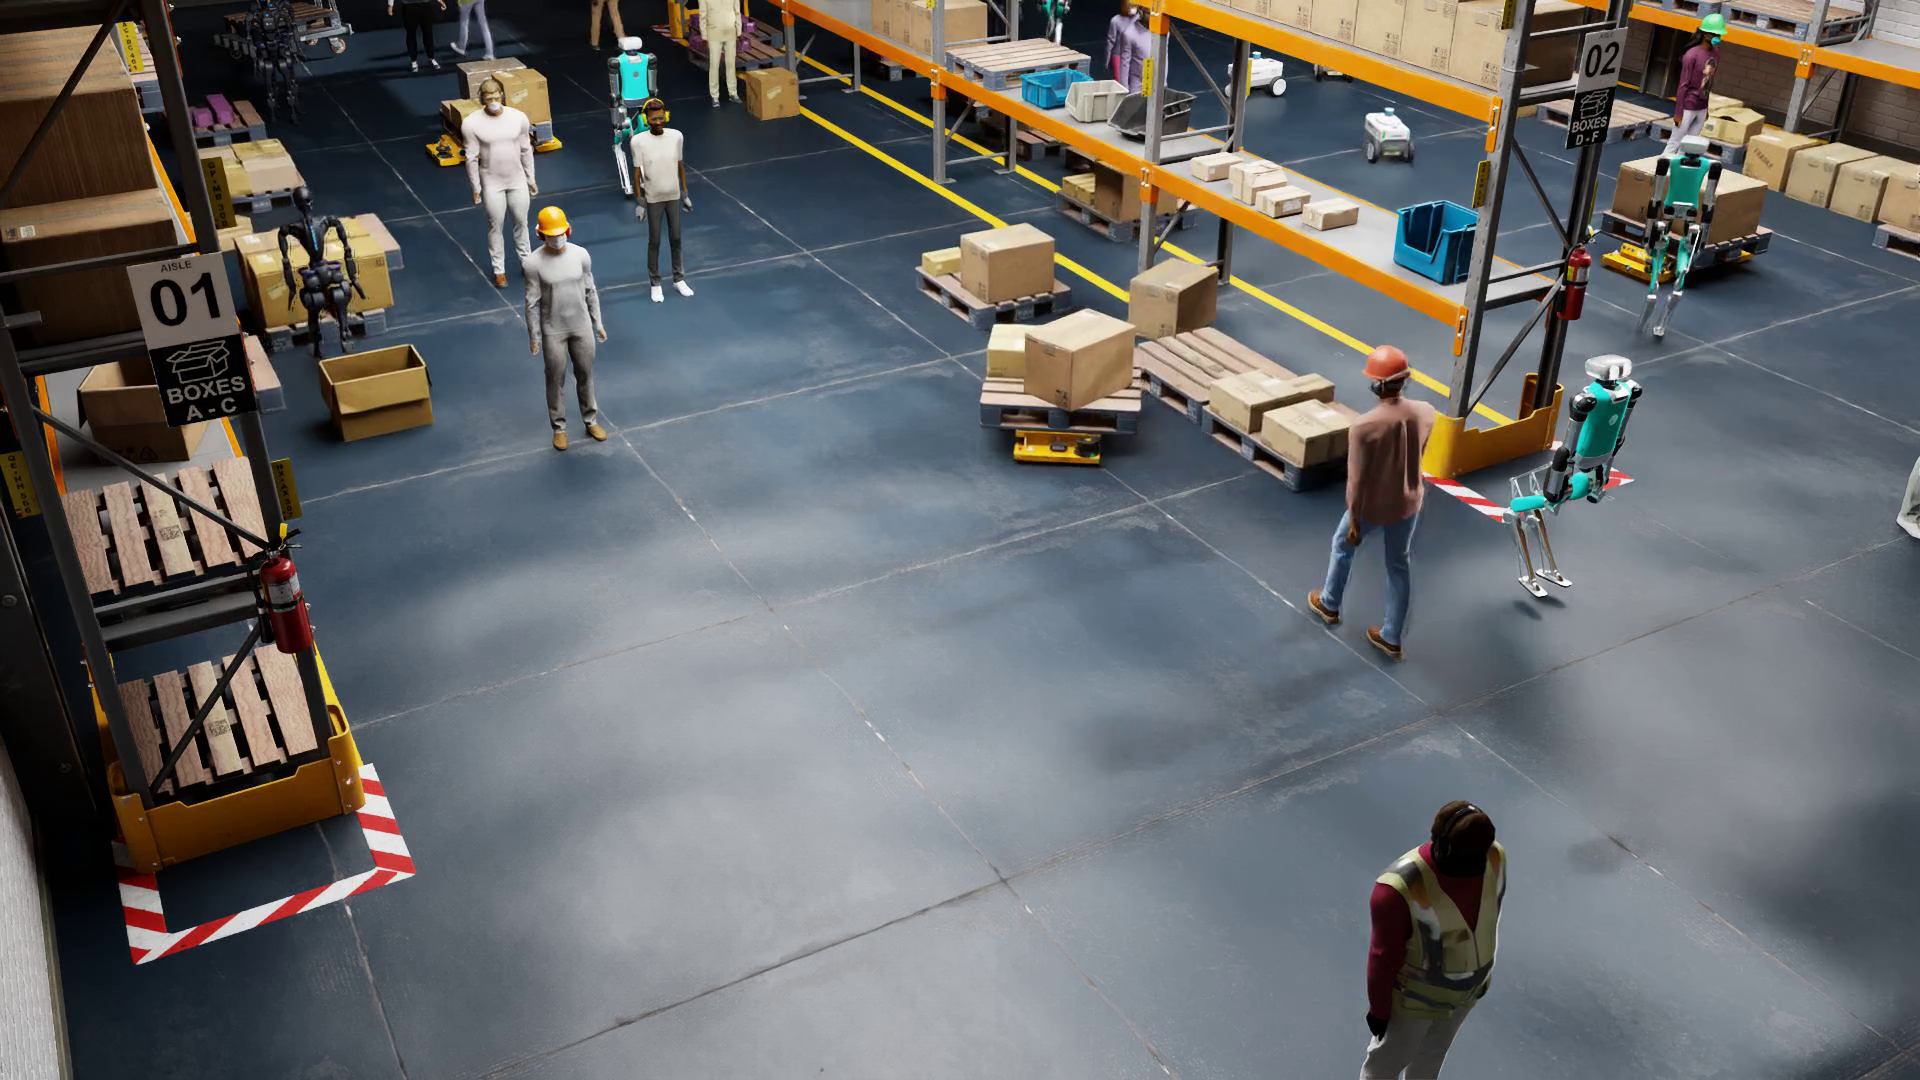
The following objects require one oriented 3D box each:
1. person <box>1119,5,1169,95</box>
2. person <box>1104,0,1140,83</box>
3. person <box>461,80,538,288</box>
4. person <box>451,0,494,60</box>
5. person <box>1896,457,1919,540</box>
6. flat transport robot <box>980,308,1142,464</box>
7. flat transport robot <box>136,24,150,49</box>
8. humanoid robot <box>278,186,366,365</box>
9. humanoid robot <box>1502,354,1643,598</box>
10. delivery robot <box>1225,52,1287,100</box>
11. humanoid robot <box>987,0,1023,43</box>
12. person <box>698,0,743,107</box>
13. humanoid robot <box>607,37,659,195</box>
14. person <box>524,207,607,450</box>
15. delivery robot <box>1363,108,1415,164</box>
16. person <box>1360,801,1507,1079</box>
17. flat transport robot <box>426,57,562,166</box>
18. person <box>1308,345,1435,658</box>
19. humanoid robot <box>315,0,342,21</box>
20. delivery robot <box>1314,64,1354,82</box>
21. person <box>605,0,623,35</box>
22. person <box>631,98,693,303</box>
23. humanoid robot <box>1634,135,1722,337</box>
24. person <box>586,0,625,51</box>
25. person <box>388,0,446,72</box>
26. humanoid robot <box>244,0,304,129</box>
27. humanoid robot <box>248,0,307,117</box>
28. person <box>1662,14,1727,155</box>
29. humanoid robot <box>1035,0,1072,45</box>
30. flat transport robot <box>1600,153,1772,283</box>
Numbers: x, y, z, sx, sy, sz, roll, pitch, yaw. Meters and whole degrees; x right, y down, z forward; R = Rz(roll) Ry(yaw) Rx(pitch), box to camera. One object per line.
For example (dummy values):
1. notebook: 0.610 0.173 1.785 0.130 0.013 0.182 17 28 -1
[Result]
1. person: 2.076 -5.100 18.645 0.651 1.906 0.408 -16 33 -25
2. person: 2.024 -5.859 20.274 0.505 1.582 0.732 -16 34 -26
3. person: -4.262 -3.329 15.530 0.634 1.937 0.356 -16 33 -25
4. person: -6.849 -7.522 23.171 0.858 1.584 0.526 24 38 35
5. person: 6.871 -0.916 11.341 0.593 1.925 0.374 -16 33 -25
6. flat transport robot: 0.811 -1.001 13.152 0.659 0.231 1.431 3 30 6
7. flat transport robot: -12.112 -7.218 23.975 1.431 0.231 0.659 -16 33 -25
8. humanoid robot: -5.278 -2.140 13.759 0.612 1.620 0.792 -16 34 -26
9. humanoid robot: 3.814 -0.468 10.616 0.533 1.677 0.735 -16 33 -25
10. delivery robot: 3.834 -6.046 21.620 0.739 0.566 0.499 -16 33 -25
11. humanoid robot: 0.669 -7.418 22.916 0.611 1.648 0.454 21 36 32
12. person: -3.008 -6.398 21.055 0.572 1.749 0.337 -16 33 -25
13. humanoid robot: -3.527 -4.561 17.745 0.533 1.673 0.735 -16 33 -25
14. person: -2.978 -1.604 12.571 0.583 1.894 0.366 -16 33 -25
15. delivery robot: 4.954 -4.686 19.299 0.499 0.613 0.814 -2 30 -4
16. person: 1.900 1.799 6.701 0.633 1.840 0.429 -16 33 -25
17. flat transport robot: -5.473 -4.659 19.520 1.431 0.231 0.659 -16 33 -25
18. person: 2.549 -0.272 10.205 0.612 1.946 0.904 -9 31 -15
19. humanoid robot: -9.553 -8.622 24.811 0.533 1.677 0.735 -16 33 -25
20. delivery robot: 5.049 -6.494 22.438 0.524 0.606 0.777 4 30 7
21. person: -5.154 -8.459 24.574 0.538 1.823 0.659 -4 30 -6
22. person: -2.715 -3.113 15.223 0.530 1.869 0.313 -16 33 -25
23. humanoid robot: 6.158 -2.501 14.340 0.538 1.835 0.723 9 31 16
24. person: -5.054 -7.799 23.523 0.576 1.717 0.701 -26 39 -37
25. person: -7.394 -7.282 22.590 0.771 1.756 0.445 -16 33 -25
26. humanoid robot: -8.304 -5.844 20.156 0.599 1.657 0.315 -16 33 -25
27. humanoid robot: -8.455 -6.117 20.633 0.599 1.655 0.315 -16 33 -25
28. person: 7.842 -4.650 17.819 0.499 1.948 0.429 -16 33 -25
29. humanoid robot: 1.329 -7.485 22.965 0.593 1.776 0.870 8 31 13
30. flat transport robot: 7.058 -2.820 16.318 1.431 0.231 0.659 -16 33 -25
